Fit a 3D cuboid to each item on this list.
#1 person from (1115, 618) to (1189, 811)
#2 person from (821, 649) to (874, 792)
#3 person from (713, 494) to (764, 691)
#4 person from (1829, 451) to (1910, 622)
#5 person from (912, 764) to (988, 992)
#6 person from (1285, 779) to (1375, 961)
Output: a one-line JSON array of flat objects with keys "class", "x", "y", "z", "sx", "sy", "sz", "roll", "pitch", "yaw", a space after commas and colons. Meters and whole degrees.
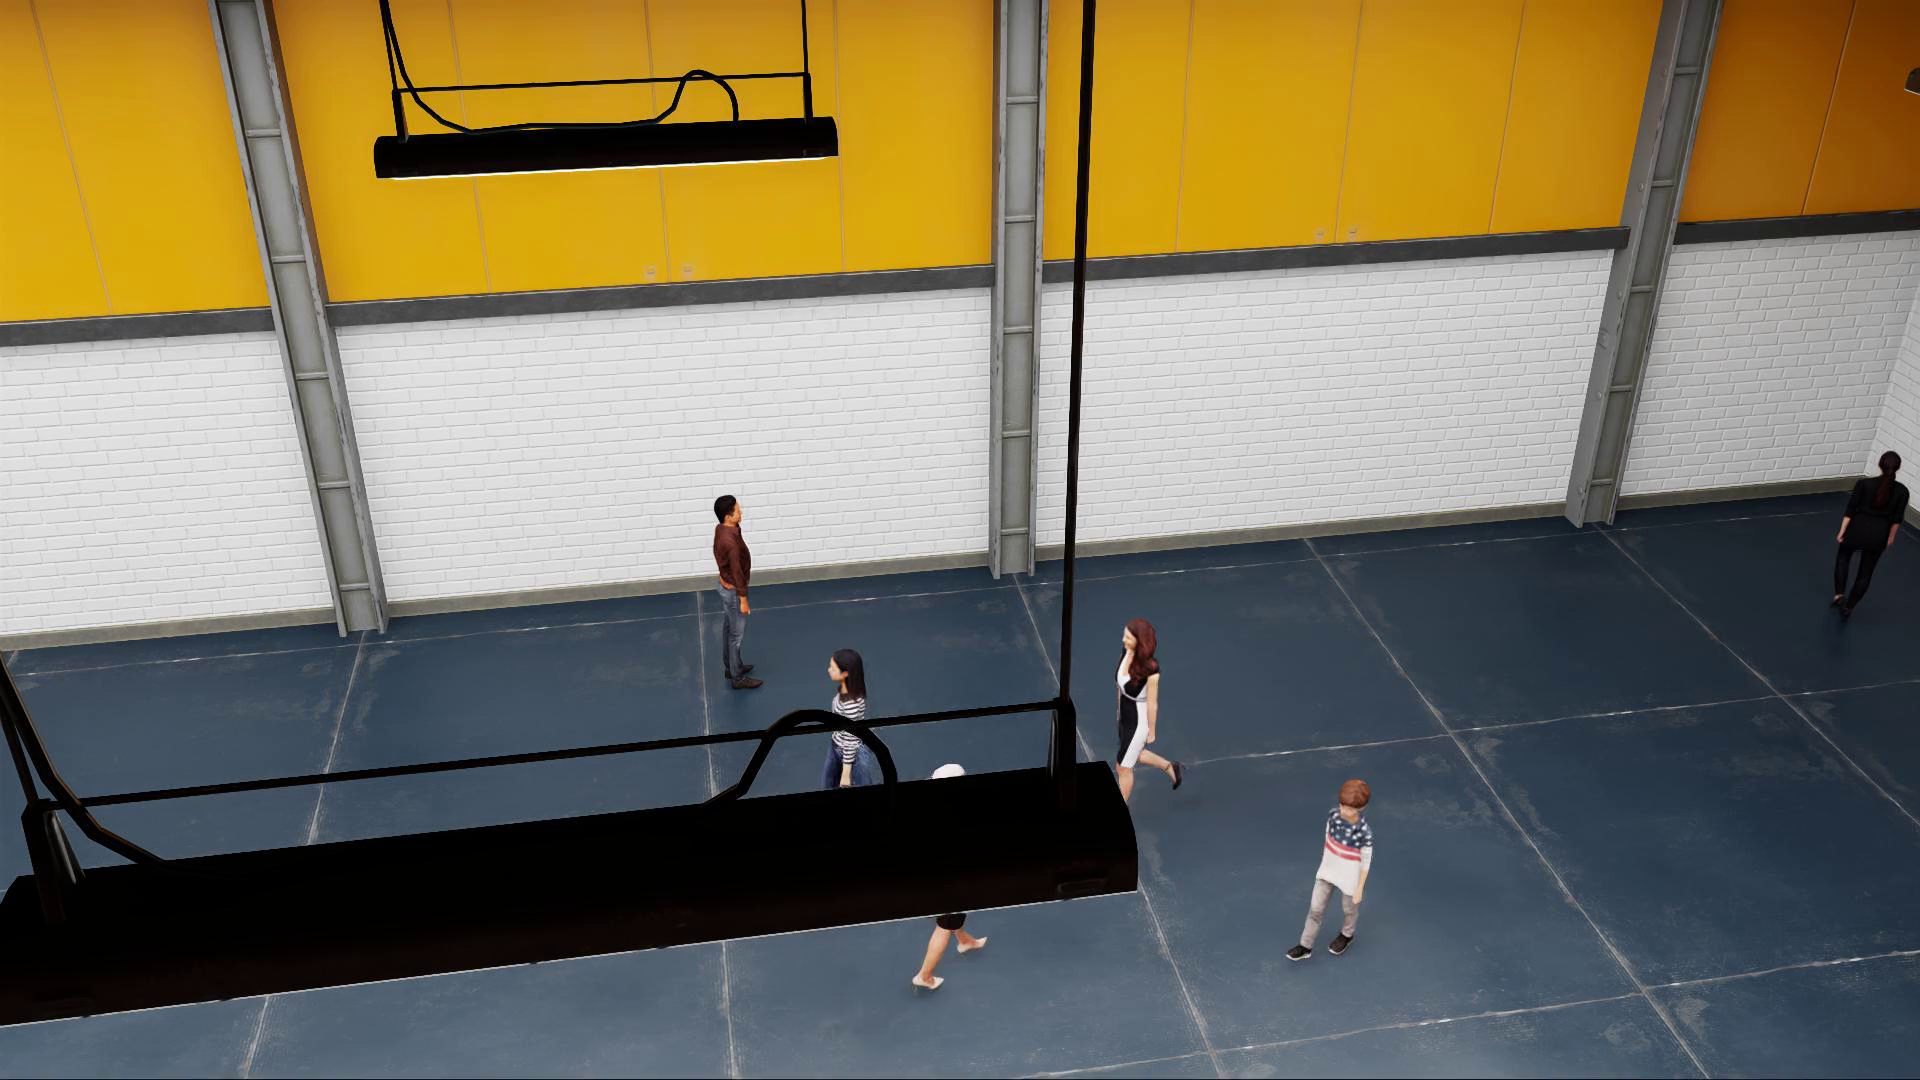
[{"class": "person", "x": 1.363, "y": 1.340, "z": 12.244, "sx": 1.034, "sy": 1.779, "sz": 0.761, "roll": -13, "pitch": 31, "yaw": -23}, {"class": "person", "x": -0.682, "y": 1.563, "z": 11.858, "sx": 1.117, "sy": 1.757, "sz": 0.632, "roll": -4, "pitch": 29, "yaw": -6}, {"class": "person", "x": -1.904, "y": 0.422, "z": 13.923, "sx": 0.585, "sy": 1.782, "sz": 0.684, "roll": -10, "pitch": 30, "yaw": -18}, {"class": "person", "x": 8.073, "y": 0.011, "z": 14.816, "sx": 0.715, "sy": 1.648, "sz": 0.797, "roll": 13, "pitch": 31, "yaw": 23}, {"class": "person", "x": -0.139, "y": 2.219, "z": 10.692, "sx": 1.057, "sy": 1.722, "sz": 0.924, "roll": -23, "pitch": 36, "yaw": -35}, {"class": "person", "x": 2.590, "y": 2.173, "z": 11.090, "sx": 0.897, "sy": 1.421, "sz": 0.790, "roll": -25, "pitch": 37, "yaw": -37}]
